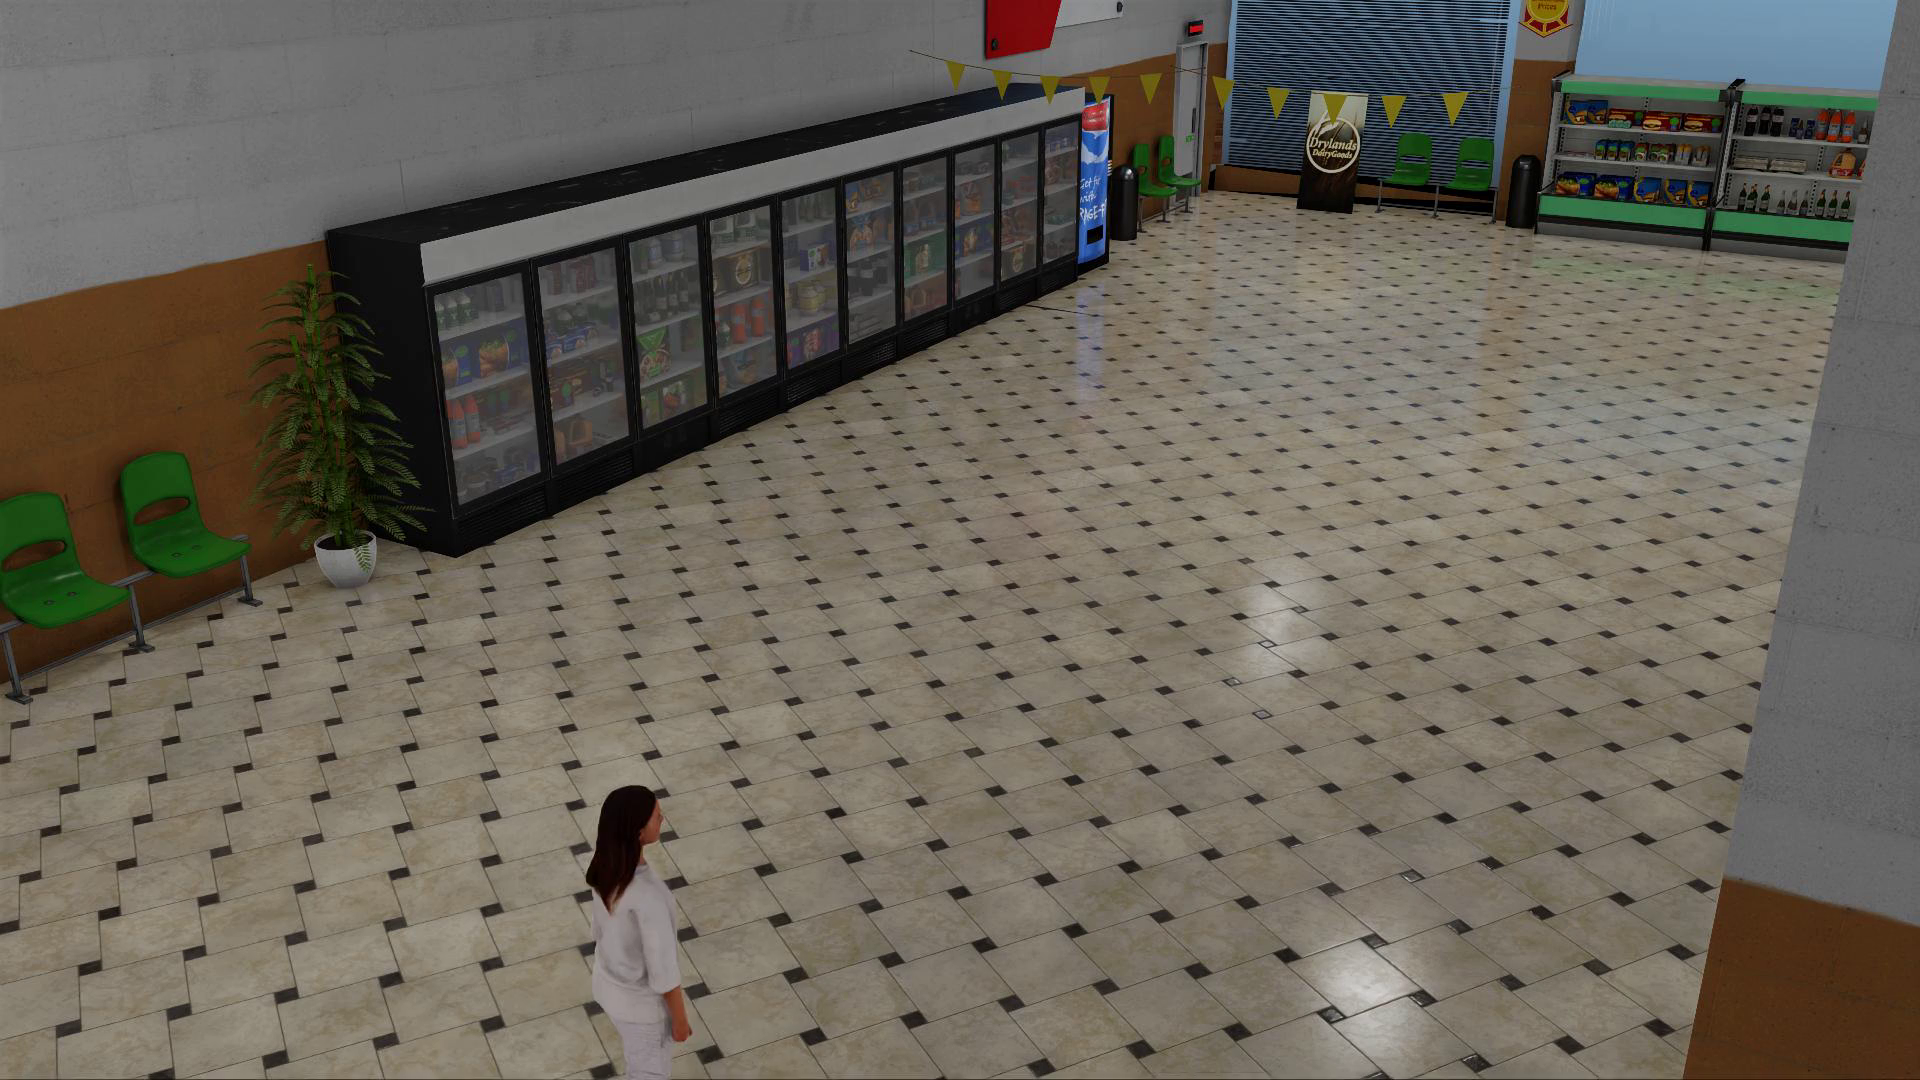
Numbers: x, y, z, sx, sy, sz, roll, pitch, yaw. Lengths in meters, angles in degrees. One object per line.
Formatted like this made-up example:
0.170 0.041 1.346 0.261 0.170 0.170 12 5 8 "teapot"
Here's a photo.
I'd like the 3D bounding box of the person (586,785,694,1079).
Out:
-1.237 1.659 6.036 0.771 1.679 0.657 -16 27 -35 "person"
